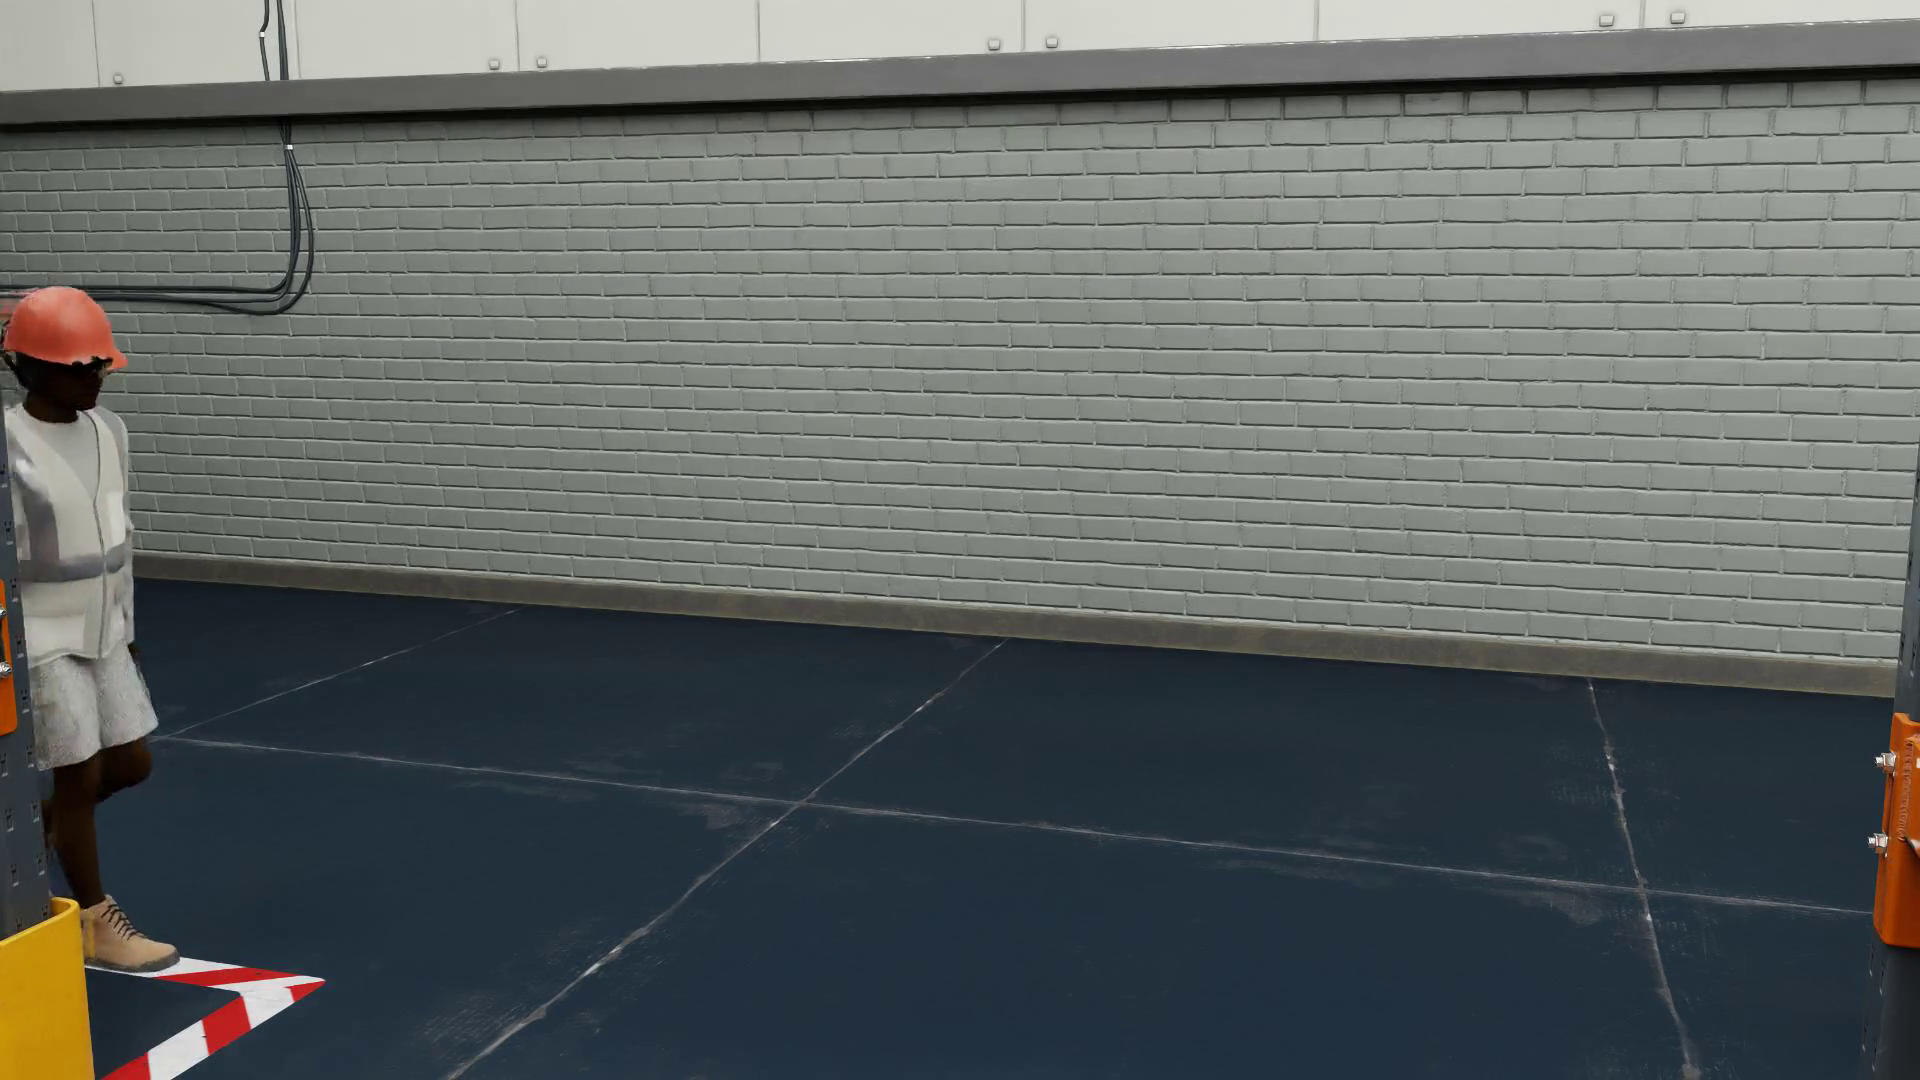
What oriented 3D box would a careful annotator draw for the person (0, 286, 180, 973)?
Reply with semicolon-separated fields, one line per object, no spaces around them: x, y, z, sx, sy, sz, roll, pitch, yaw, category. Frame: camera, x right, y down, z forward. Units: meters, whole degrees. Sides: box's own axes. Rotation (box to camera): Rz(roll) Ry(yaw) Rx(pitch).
-2.619;0.281;4.778;0.660;2.009;0.625;2;10;13;person
